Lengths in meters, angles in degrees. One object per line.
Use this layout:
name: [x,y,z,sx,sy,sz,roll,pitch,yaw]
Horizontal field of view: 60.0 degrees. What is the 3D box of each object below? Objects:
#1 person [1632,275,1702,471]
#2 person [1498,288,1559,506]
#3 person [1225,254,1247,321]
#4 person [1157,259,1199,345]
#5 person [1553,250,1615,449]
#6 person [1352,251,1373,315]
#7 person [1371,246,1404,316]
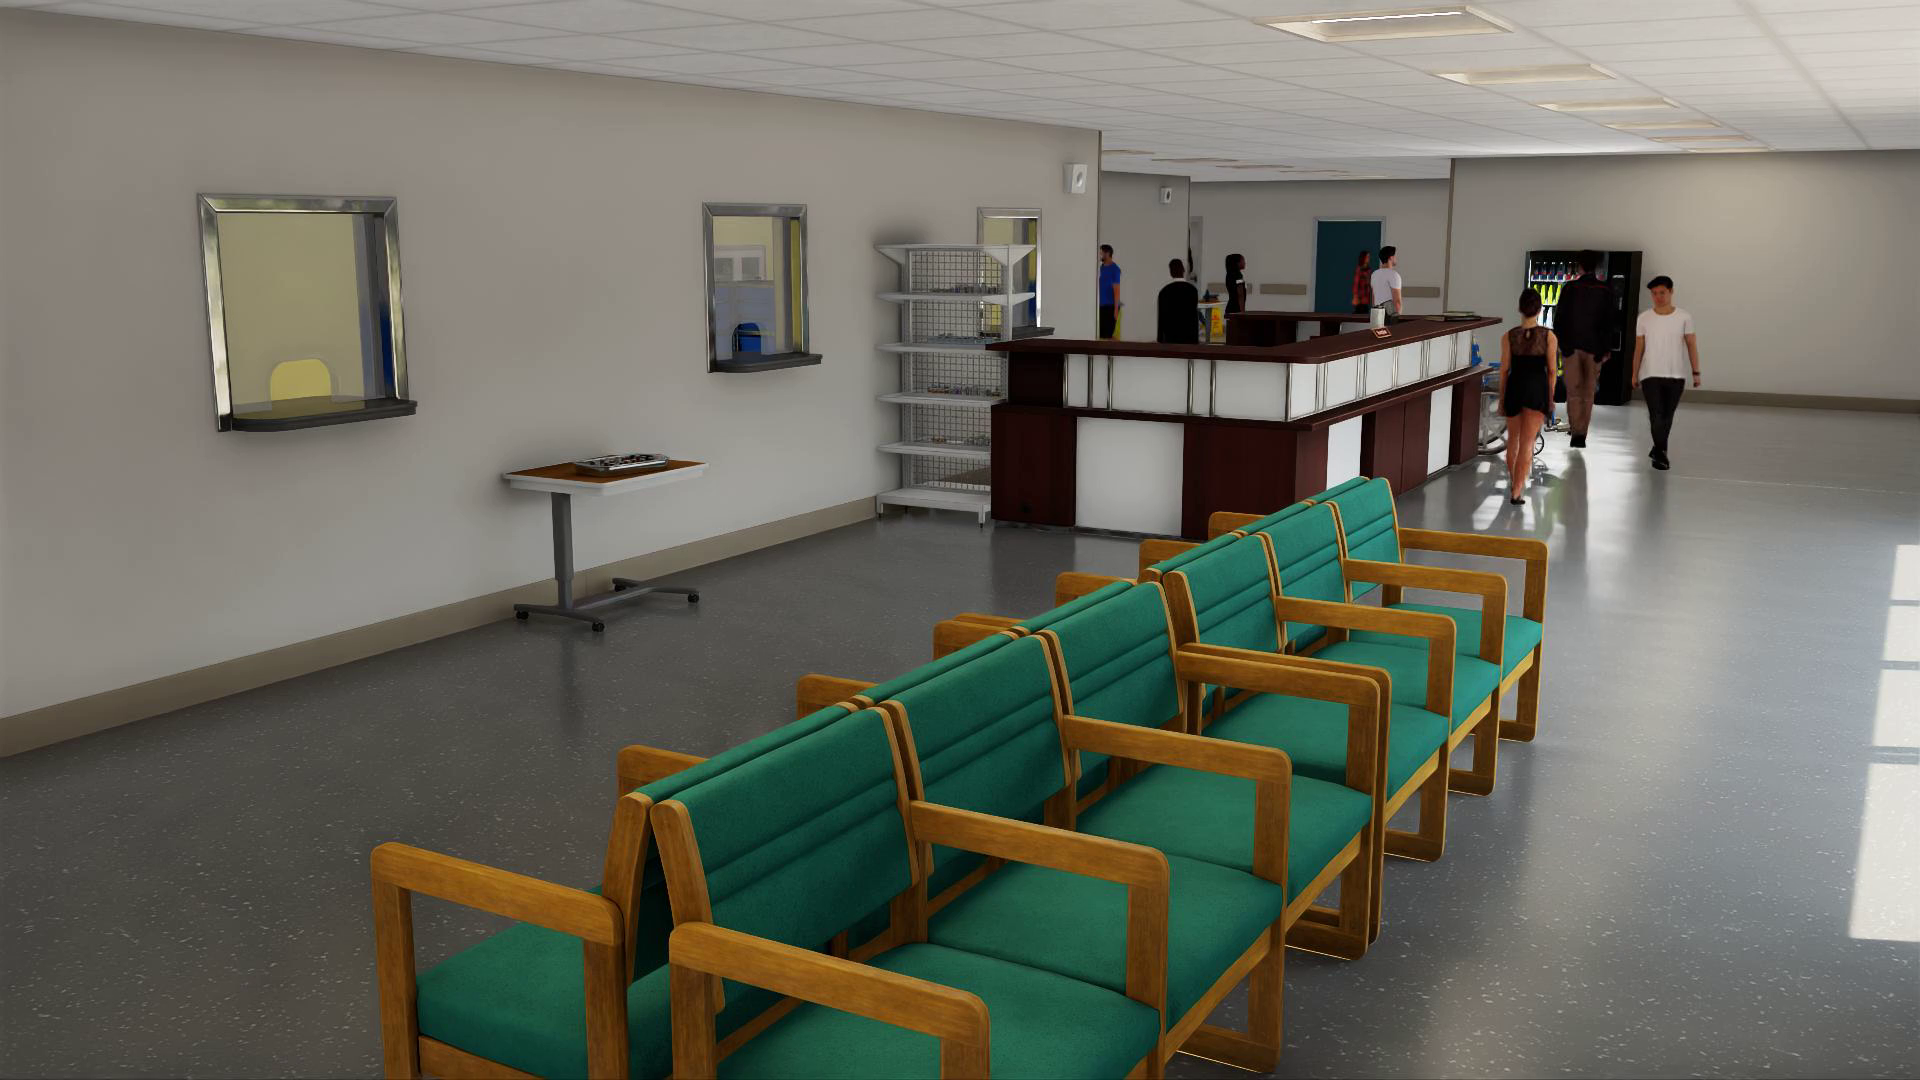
person: [6.190,-1.458,14.641,1.050,1.670,0.898,3,11,17]
person: [4.301,-1.051,12.682,1.015,1.632,0.624,6,12,30]
person: [4.100,-3.377,24.680,0.758,1.728,0.717,-1,11,-7]
person: [2.364,-2.117,17.932,0.779,1.768,0.764,8,13,35]
person: [5.894,-1.758,15.772,1.255,1.868,1.100,1,11,6]
person: [7.046,-4.238,29.425,1.128,1.651,0.809,10,15,43]
person: [5.345,-2.741,20.899,0.833,1.888,0.741,-5,12,-22]
